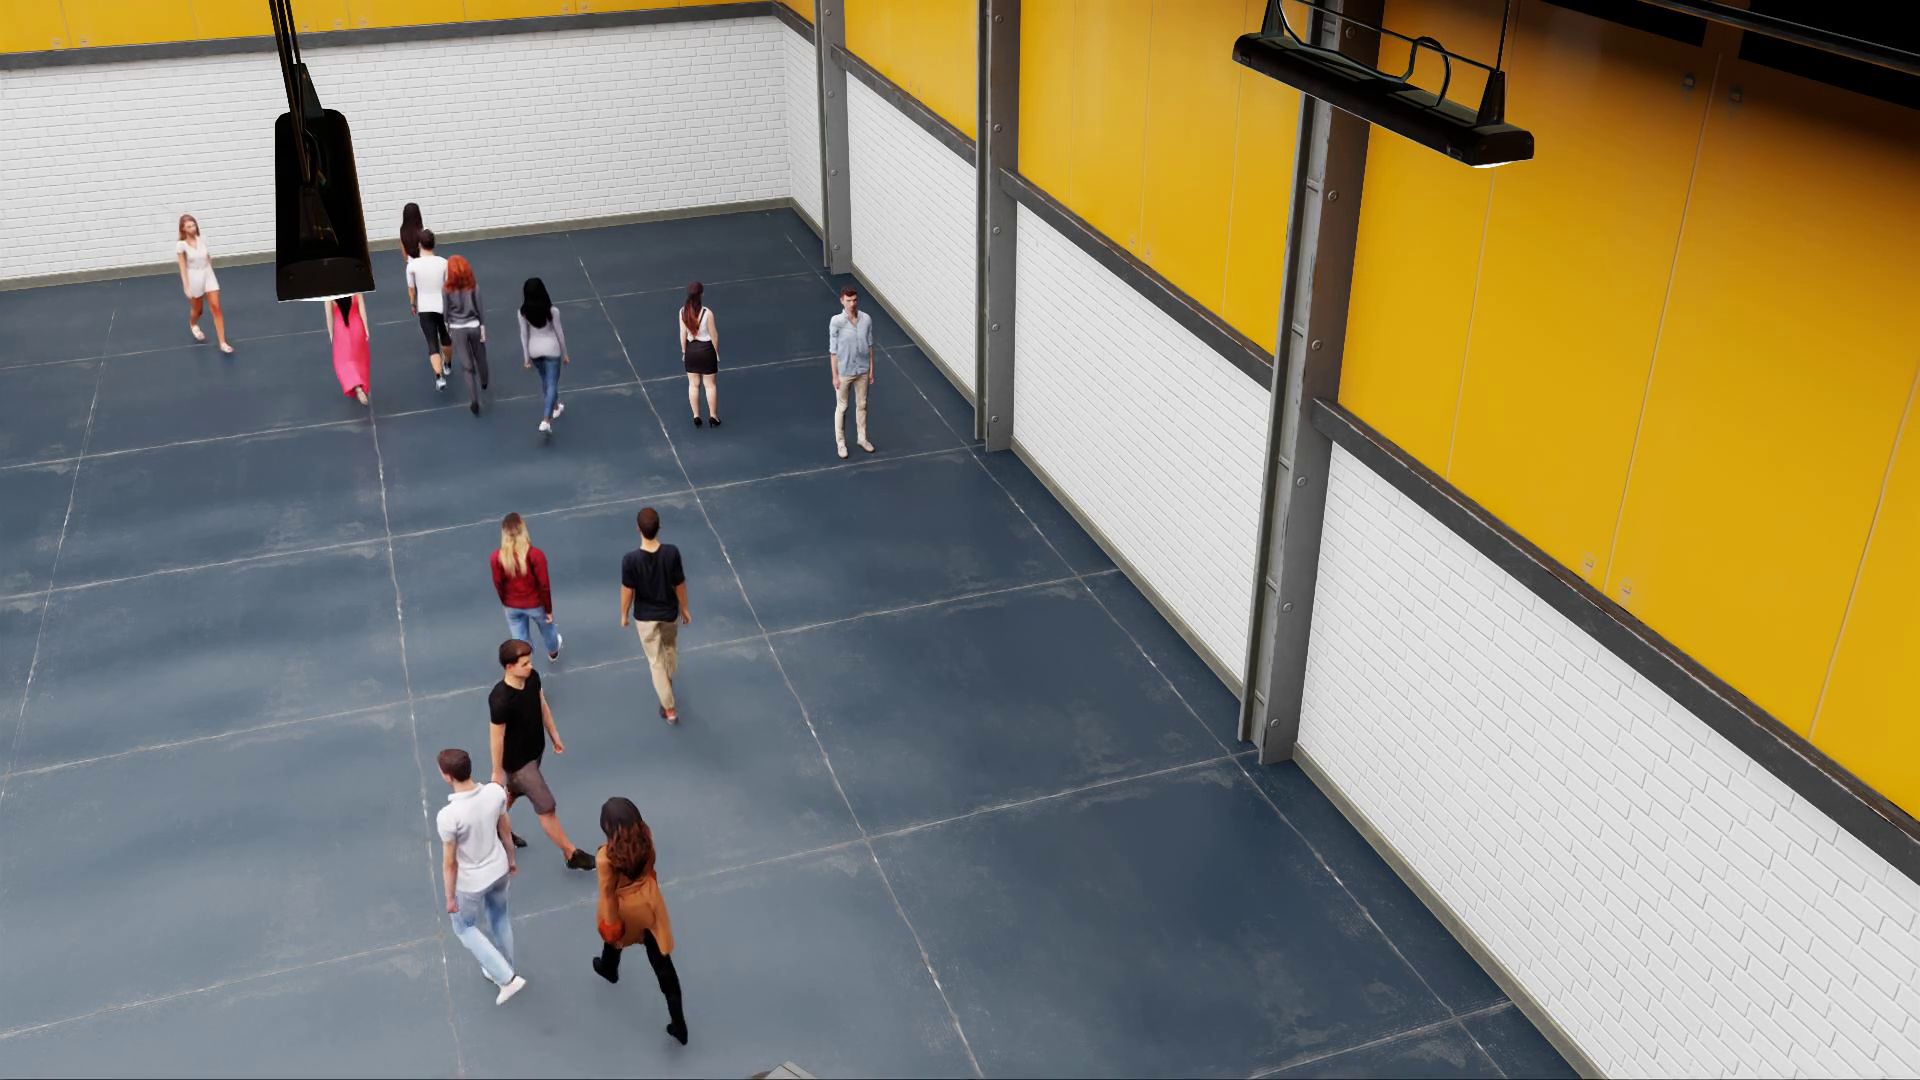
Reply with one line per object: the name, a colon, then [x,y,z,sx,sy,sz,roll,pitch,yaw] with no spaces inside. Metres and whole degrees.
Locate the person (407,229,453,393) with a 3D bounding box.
person: [-6.011,-2.595,19.003,0.668,1.822,1.198,-11,31,-20]

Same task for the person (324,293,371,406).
person: [-6.776,-2.258,18.508,0.692,1.705,1.004,-14,32,-25]

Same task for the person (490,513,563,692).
person: [-3.507,0.595,13.402,0.774,1.587,1.120,-3,29,-5]

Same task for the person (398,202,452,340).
person: [-6.559,-3.221,20.205,0.701,1.770,0.716,4,29,7]

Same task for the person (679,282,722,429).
person: [-2.835,-2.012,18.115,0.635,1.649,0.638,2,29,4]

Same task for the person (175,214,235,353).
person: [-9.231,-3.121,20.130,1.167,1.667,0.927,23,36,36]

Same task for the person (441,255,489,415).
person: [-5.477,-2.241,18.458,0.571,1.723,1.092,-10,30,-17]

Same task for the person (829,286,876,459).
person: [-1.135,-1.795,17.511,0.672,1.848,0.576,-13,31,-23]

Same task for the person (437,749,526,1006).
person: [-2.916,2.130,10.329,0.962,1.835,0.892,20,34,32]

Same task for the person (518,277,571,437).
person: [-4.495,-1.953,17.954,0.943,1.699,1.242,2,29,3]

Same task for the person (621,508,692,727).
person: [-2.344,0.643,13.055,0.755,1.834,0.998,-14,32,-24]

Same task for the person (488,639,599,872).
person: [-3.113,1.474,11.558,1.190,1.810,1.254,7,29,13]

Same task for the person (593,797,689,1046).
person: [-1.917,2.338,10.129,1.015,1.660,1.329,-23,36,-35]
